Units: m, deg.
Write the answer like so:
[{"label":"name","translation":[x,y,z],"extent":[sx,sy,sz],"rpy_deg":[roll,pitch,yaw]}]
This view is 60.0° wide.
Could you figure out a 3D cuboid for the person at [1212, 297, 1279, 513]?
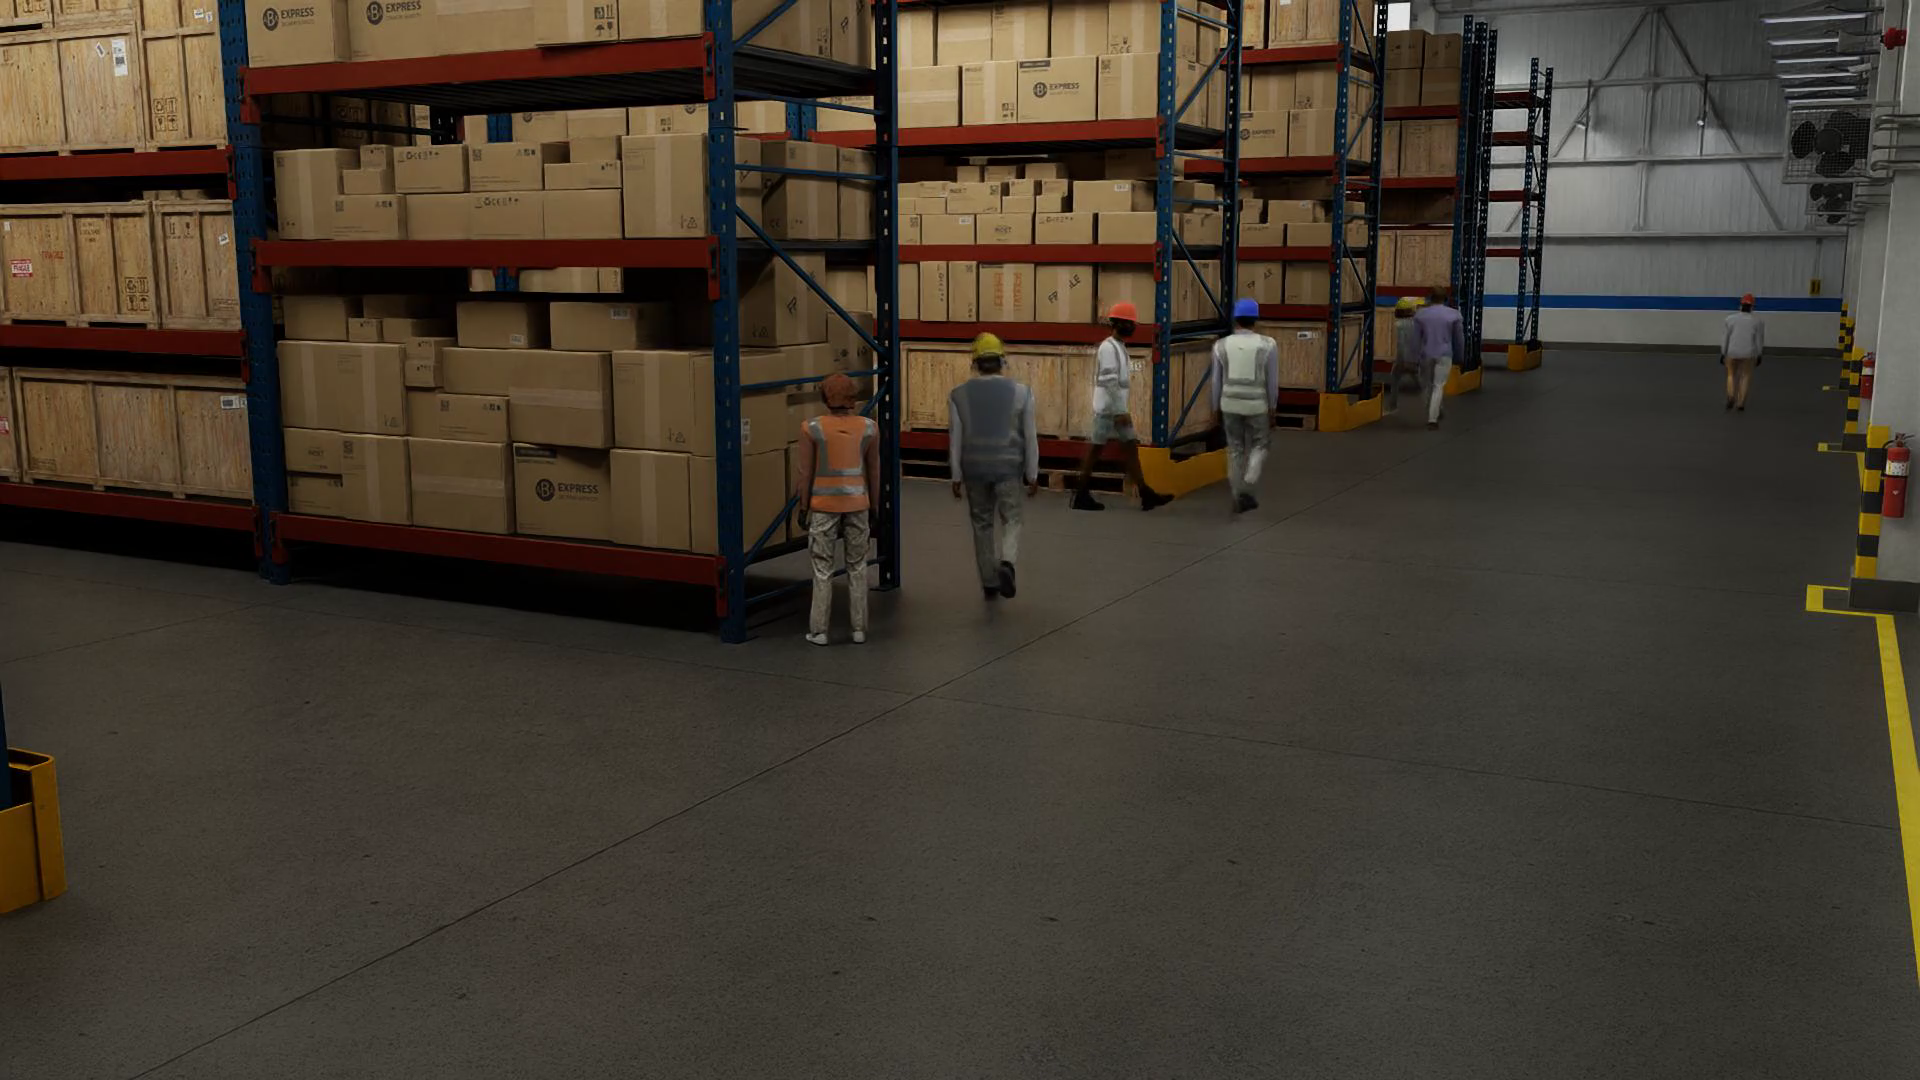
[{"label":"person","translation":[2.561,-1.198,14.914],"extent":[0.625,1.931,0.439],"rpy_deg":[5,11,25]}]

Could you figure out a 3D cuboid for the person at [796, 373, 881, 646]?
[{"label":"person","translation":[-0.713,-0.177,9.889],"extent":[0.525,1.631,0.322],"rpy_deg":[-4,10,-21]}]

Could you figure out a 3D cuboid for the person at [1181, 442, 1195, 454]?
[{"label":"person","translation":[2.331,-1.779,18.661],"extent":[0.643,1.812,0.632],"rpy_deg":[3,10,19]}]

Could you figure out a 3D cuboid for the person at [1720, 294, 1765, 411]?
[{"label":"person","translation":[11.608,-2.781,24.671],"extent":[0.590,1.726,0.576],"rpy_deg":[5,11,26]}]

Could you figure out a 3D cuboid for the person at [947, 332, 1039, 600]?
[{"label":"person","translation":[0.214,-0.465,11.030],"extent":[0.610,1.805,0.551],"rpy_deg":[1,10,6]}]

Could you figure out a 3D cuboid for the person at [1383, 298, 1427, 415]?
[{"label":"person","translation":[6.446,-2.585,23.660],"extent":[0.497,1.704,0.844],"rpy_deg":[-6,11,-30]}]

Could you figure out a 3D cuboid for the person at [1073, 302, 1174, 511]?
[{"label":"person","translation":[1.443,-1.180,14.955],"extent":[0.932,1.881,0.564],"rpy_deg":[5,11,26]}]

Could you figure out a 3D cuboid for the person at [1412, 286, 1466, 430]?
[{"label":"person","translation":[6.364,-2.418,22.133],"extent":[0.650,1.884,1.043],"rpy_deg":[6,11,31]}]
